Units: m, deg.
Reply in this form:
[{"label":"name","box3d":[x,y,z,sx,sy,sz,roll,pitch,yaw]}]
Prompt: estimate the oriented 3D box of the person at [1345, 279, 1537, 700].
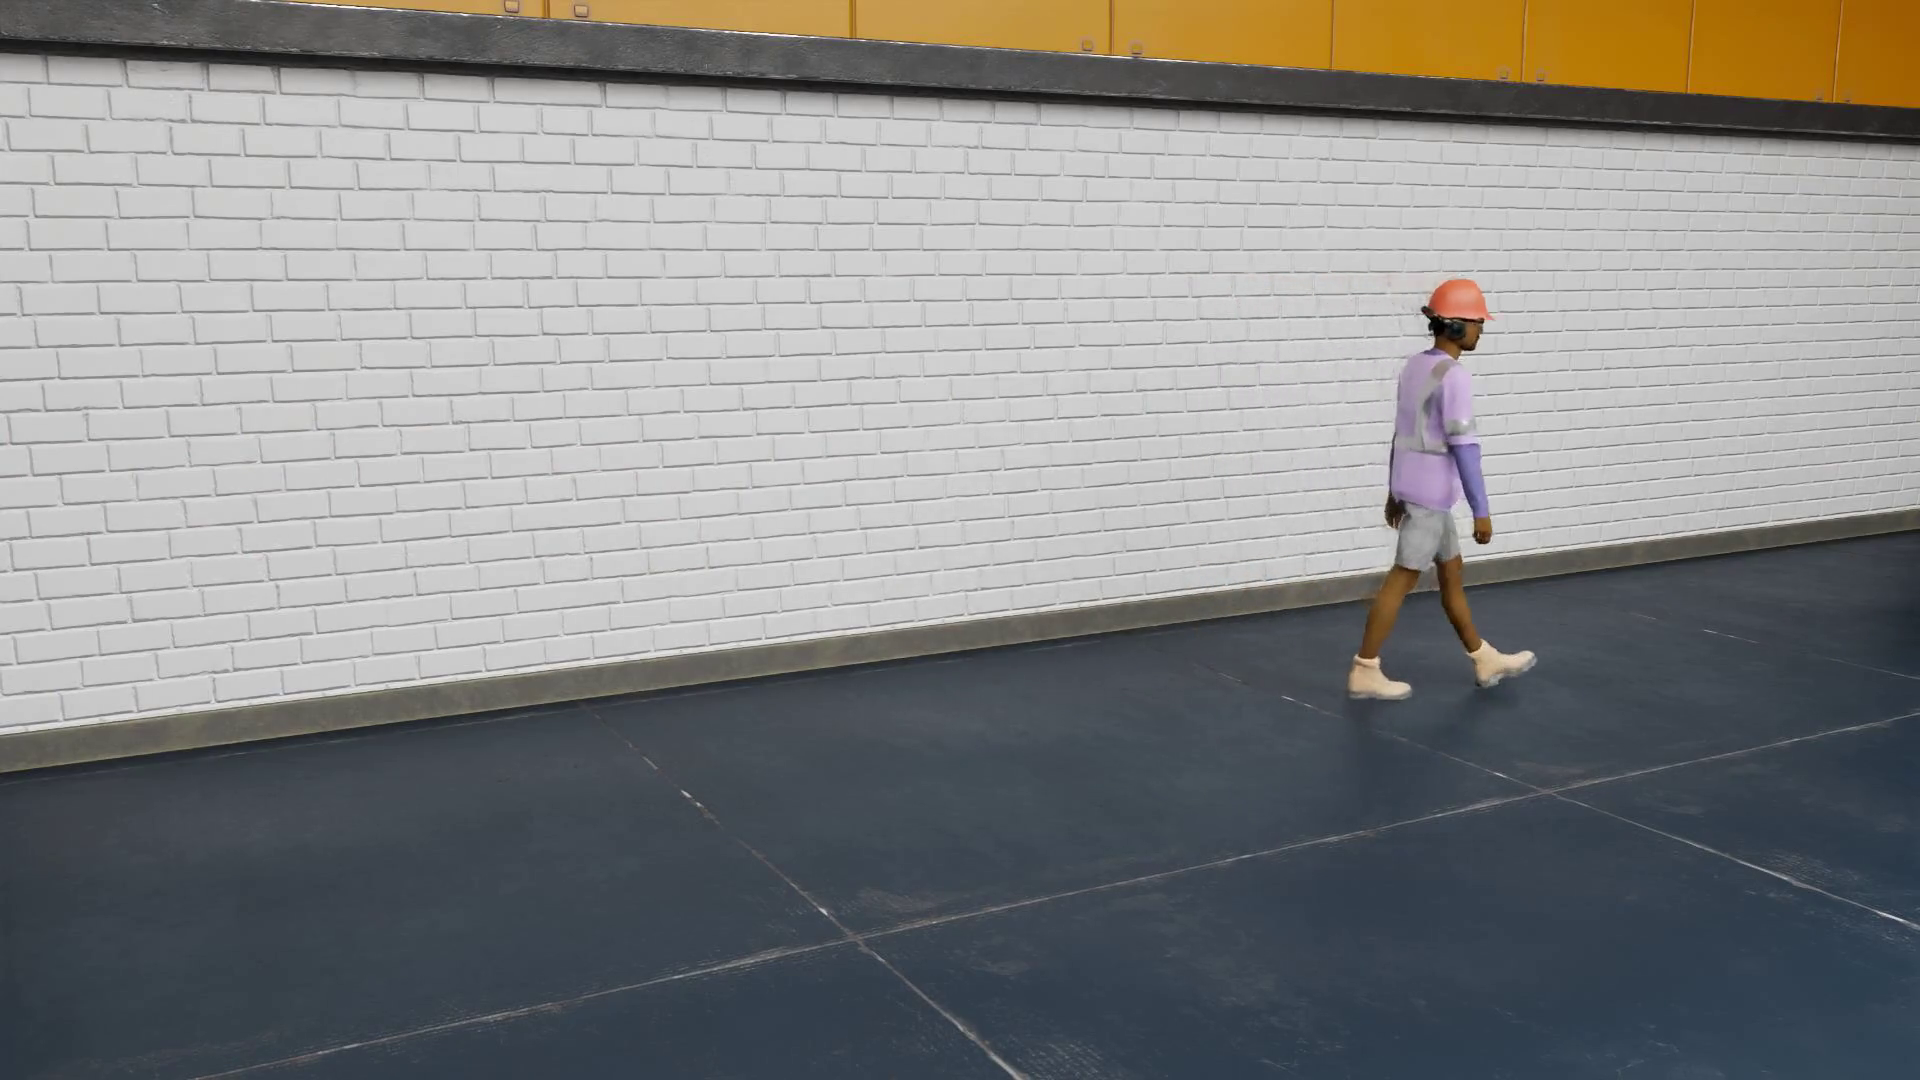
[{"label":"person","box3d":[2.316,-0.220,7.854,1.031,1.986,0.633,0,10,-3]}]
